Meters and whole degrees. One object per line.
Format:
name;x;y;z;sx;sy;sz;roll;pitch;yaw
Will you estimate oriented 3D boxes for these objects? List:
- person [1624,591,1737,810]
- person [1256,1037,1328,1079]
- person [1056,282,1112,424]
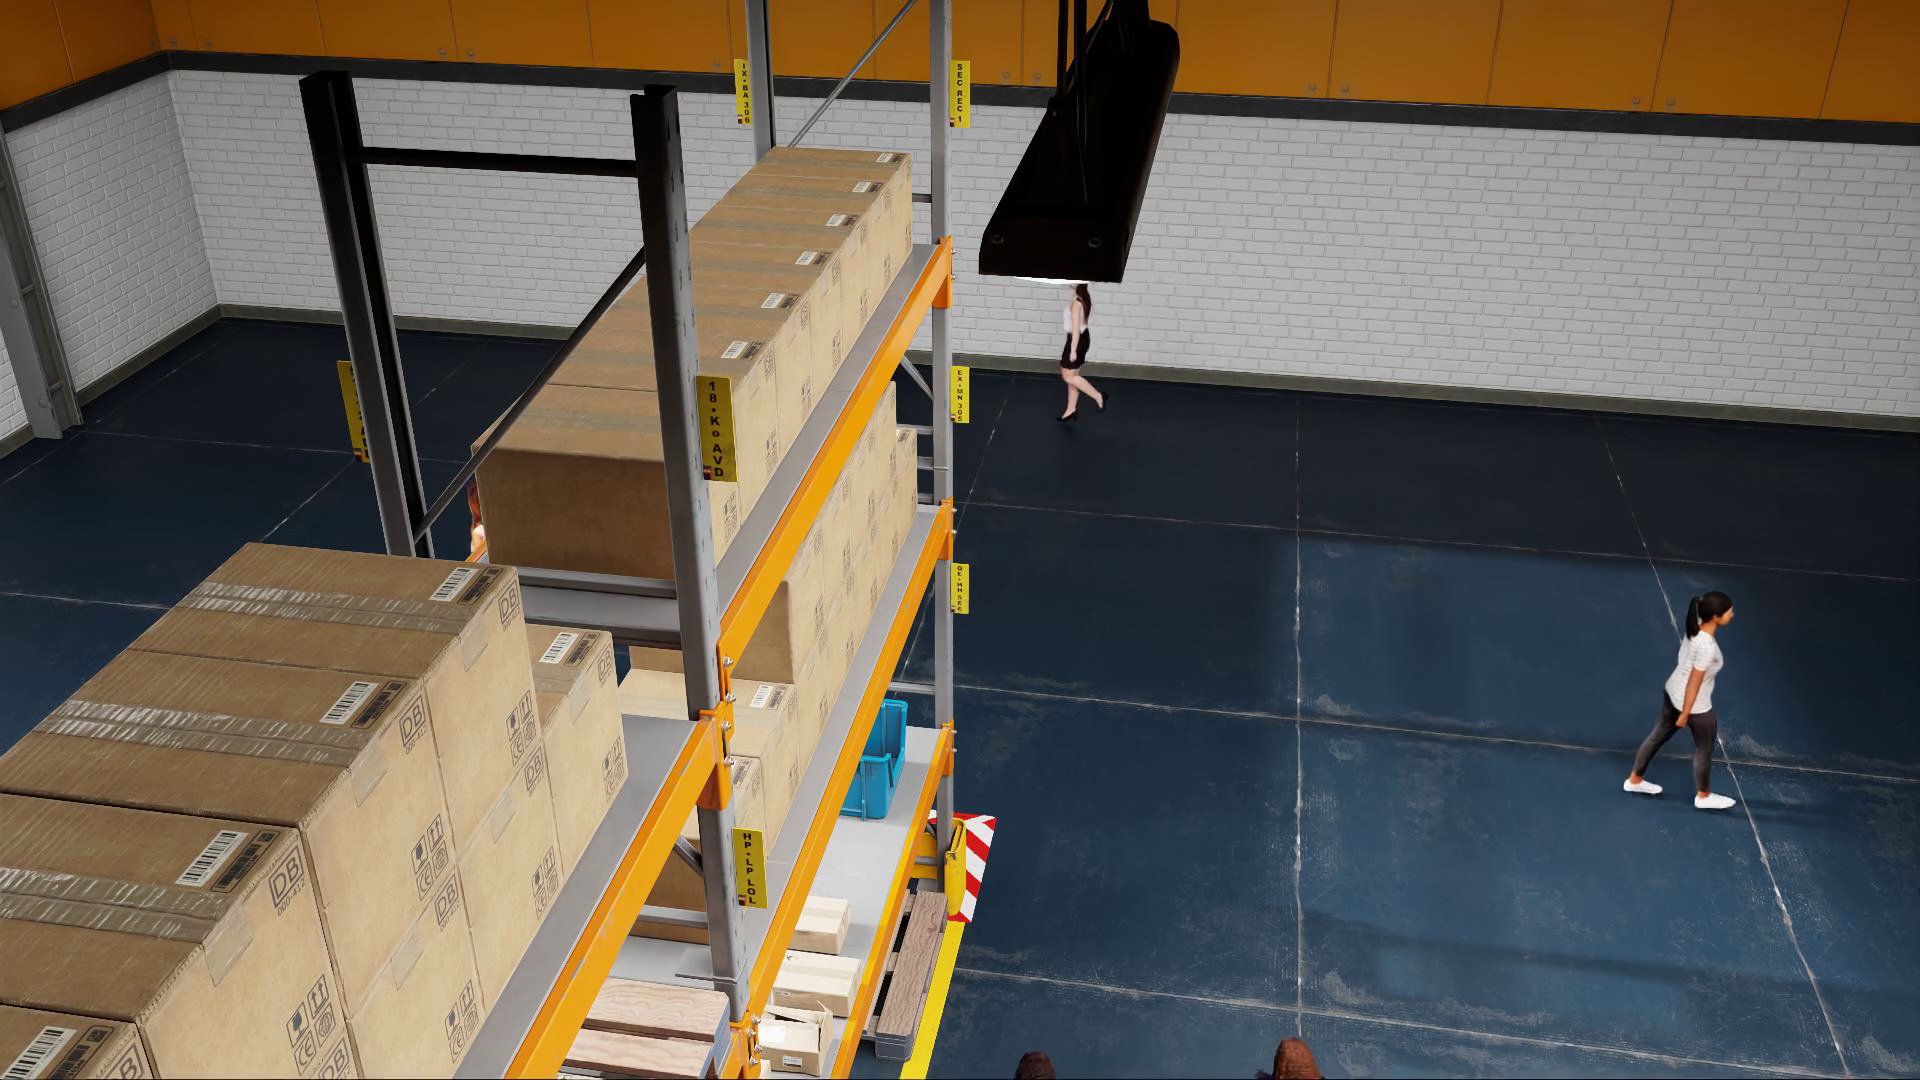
person;4.739;1.059;11.047;0.651;1.613;0.839;4;29;7
person;1.500;2.962;7.714;0.777;1.463;1.042;-4;29;-6
person;1.228;-1.898;16.442;0.646;1.638;0.711;6;29;11
